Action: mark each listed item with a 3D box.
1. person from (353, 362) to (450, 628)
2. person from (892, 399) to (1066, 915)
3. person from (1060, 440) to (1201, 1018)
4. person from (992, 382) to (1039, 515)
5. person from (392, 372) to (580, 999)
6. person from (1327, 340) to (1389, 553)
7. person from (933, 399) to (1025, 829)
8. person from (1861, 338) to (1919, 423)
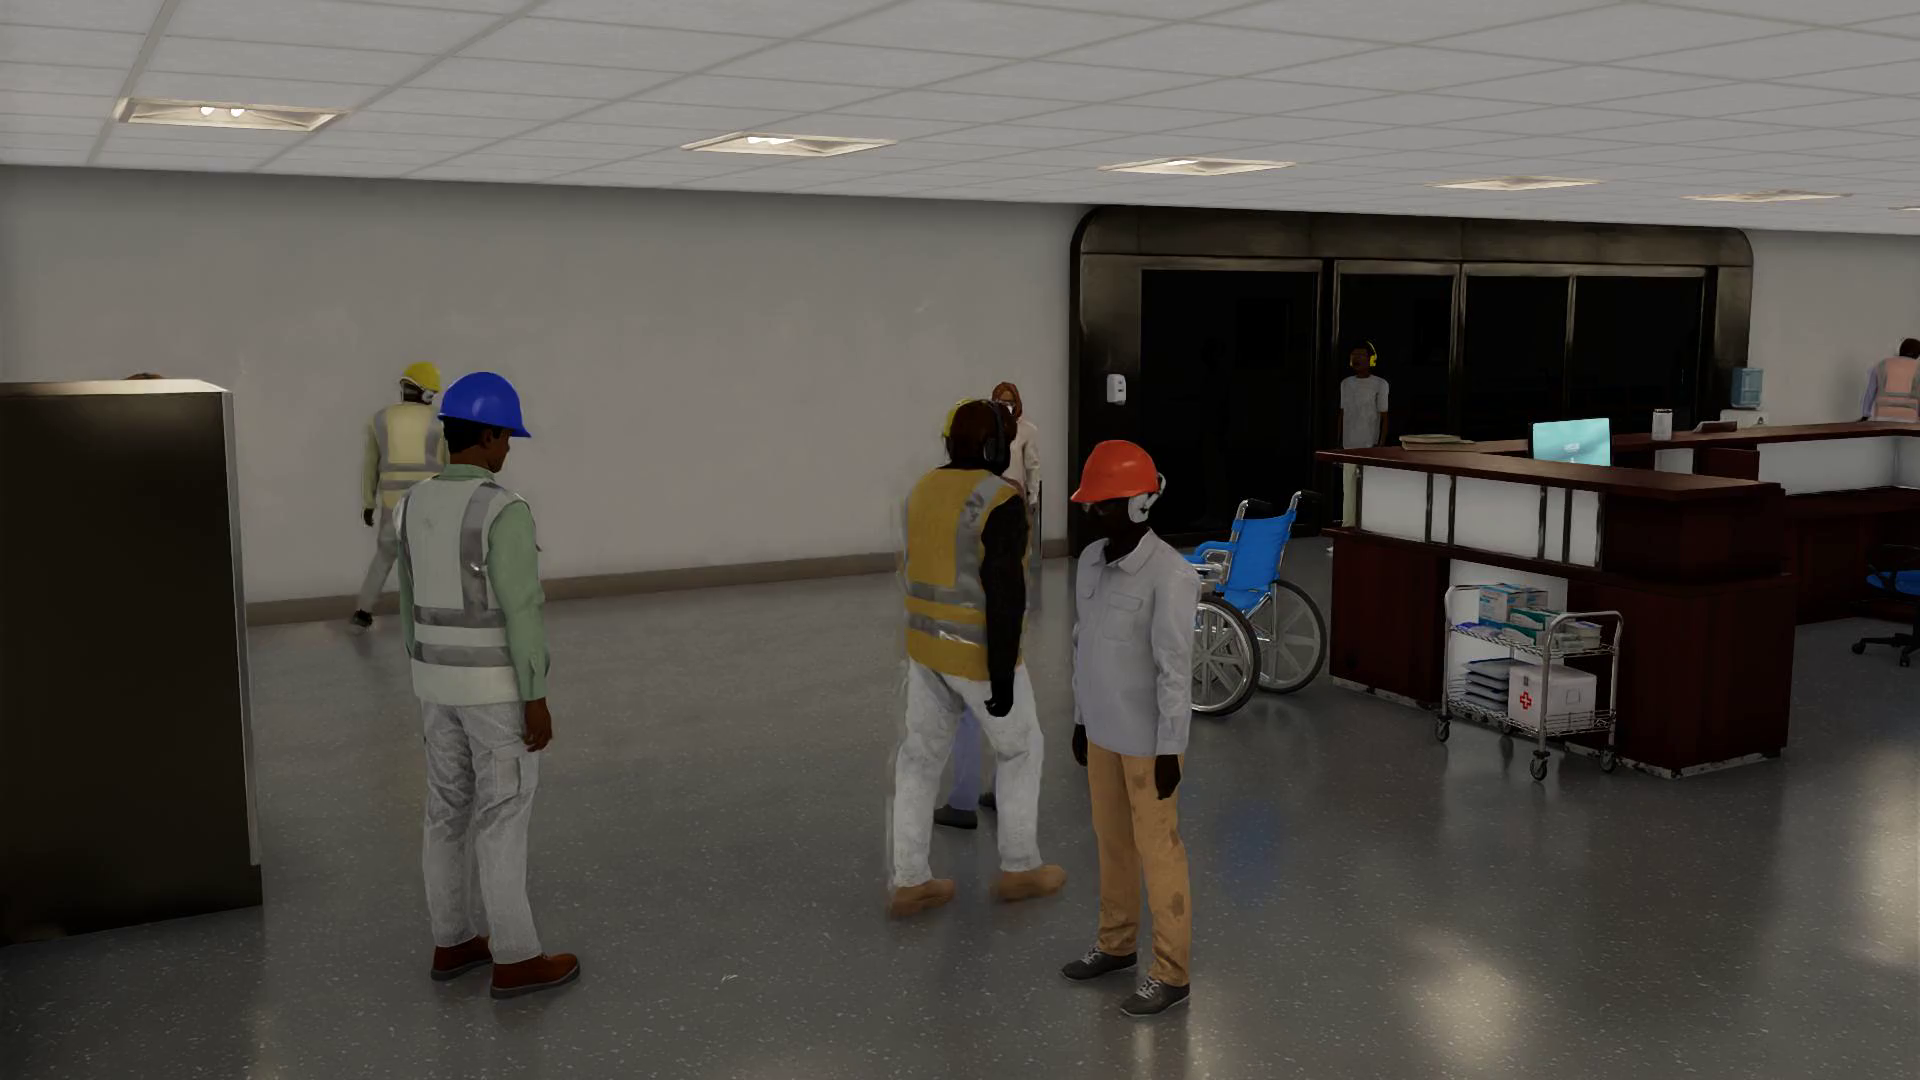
[{"bbox_3d":[-3.630,-0.272,10.974,0.703,1.797,0.411,0,8,-2],"label":"person"},{"bbox_3d":[0.071,0.409,5.930,0.785,1.805,0.666,-7,10,-41],"label":"person"},{"bbox_3d":[0.496,0.562,5.087,0.361,1.742,0.563,-4,9,-29],"label":"person"},{"bbox_3d":[0.310,-0.312,11.835,0.511,1.627,0.285,1,8,8],"label":"person"},{"bbox_3d":[-1.489,0.450,5.192,0.602,1.938,0.400,6,10,35],"label":"person"},{"bbox_3d":[3.467,-0.796,14.442,0.326,1.876,0.520,-7,11,-42],"label":"person"},{"bbox_3d":[0.050,0.304,6.871,0.522,1.769,0.310,-7,11,-43],"label":"person"},{"bbox_3d":[10.738,-1.413,19.186,0.775,1.810,0.434,5,10,34],"label":"person"}]
